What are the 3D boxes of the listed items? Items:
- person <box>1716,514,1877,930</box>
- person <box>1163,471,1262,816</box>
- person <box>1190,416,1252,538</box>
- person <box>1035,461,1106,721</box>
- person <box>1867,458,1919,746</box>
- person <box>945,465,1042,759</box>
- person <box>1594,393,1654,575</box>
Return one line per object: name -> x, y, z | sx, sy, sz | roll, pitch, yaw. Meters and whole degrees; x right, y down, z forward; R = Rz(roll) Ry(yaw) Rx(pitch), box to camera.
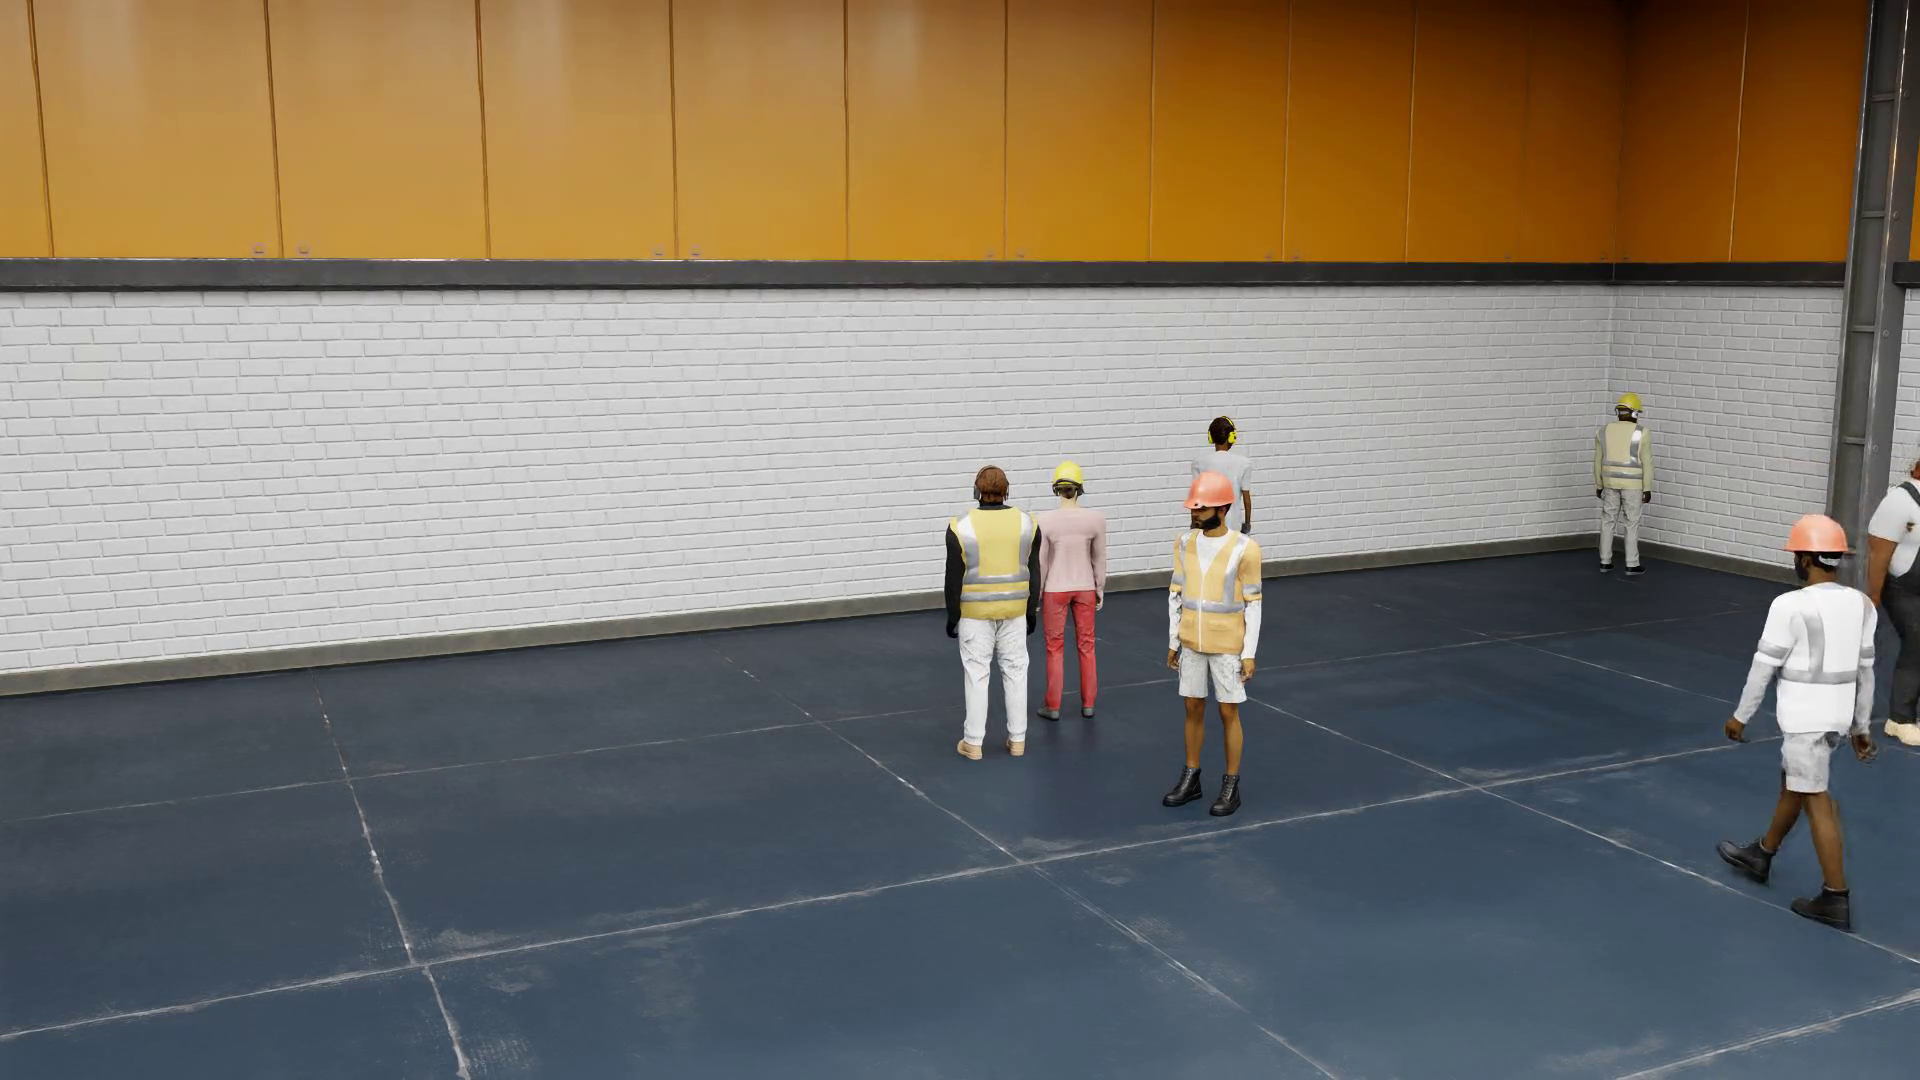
person -> 3.977, 0.820, 7.952 | 0.557, 1.890, 0.958 | -4, 10, -23
person -> 1.402, 0.576, 9.319 | 0.553, 1.934, 0.355 | 7, 11, 36
person -> 2.123, -0.072, 13.583 | 0.521, 1.861, 0.334 | 1, 9, 7
person -> 0.730, 0.348, 11.268 | 0.533, 1.766, 0.307 | -2, 9, -14
person -> 6.242, 0.302, 10.696 | 0.714, 2.000, 0.648 | -4, 10, -23
person -> 0.195, 0.452, 10.385 | 0.623, 1.844, 0.429 | -2, 9, -14
person -> 6.676, -0.560, 16.719 | 0.403, 1.822, 0.589 | -9, 13, -44
